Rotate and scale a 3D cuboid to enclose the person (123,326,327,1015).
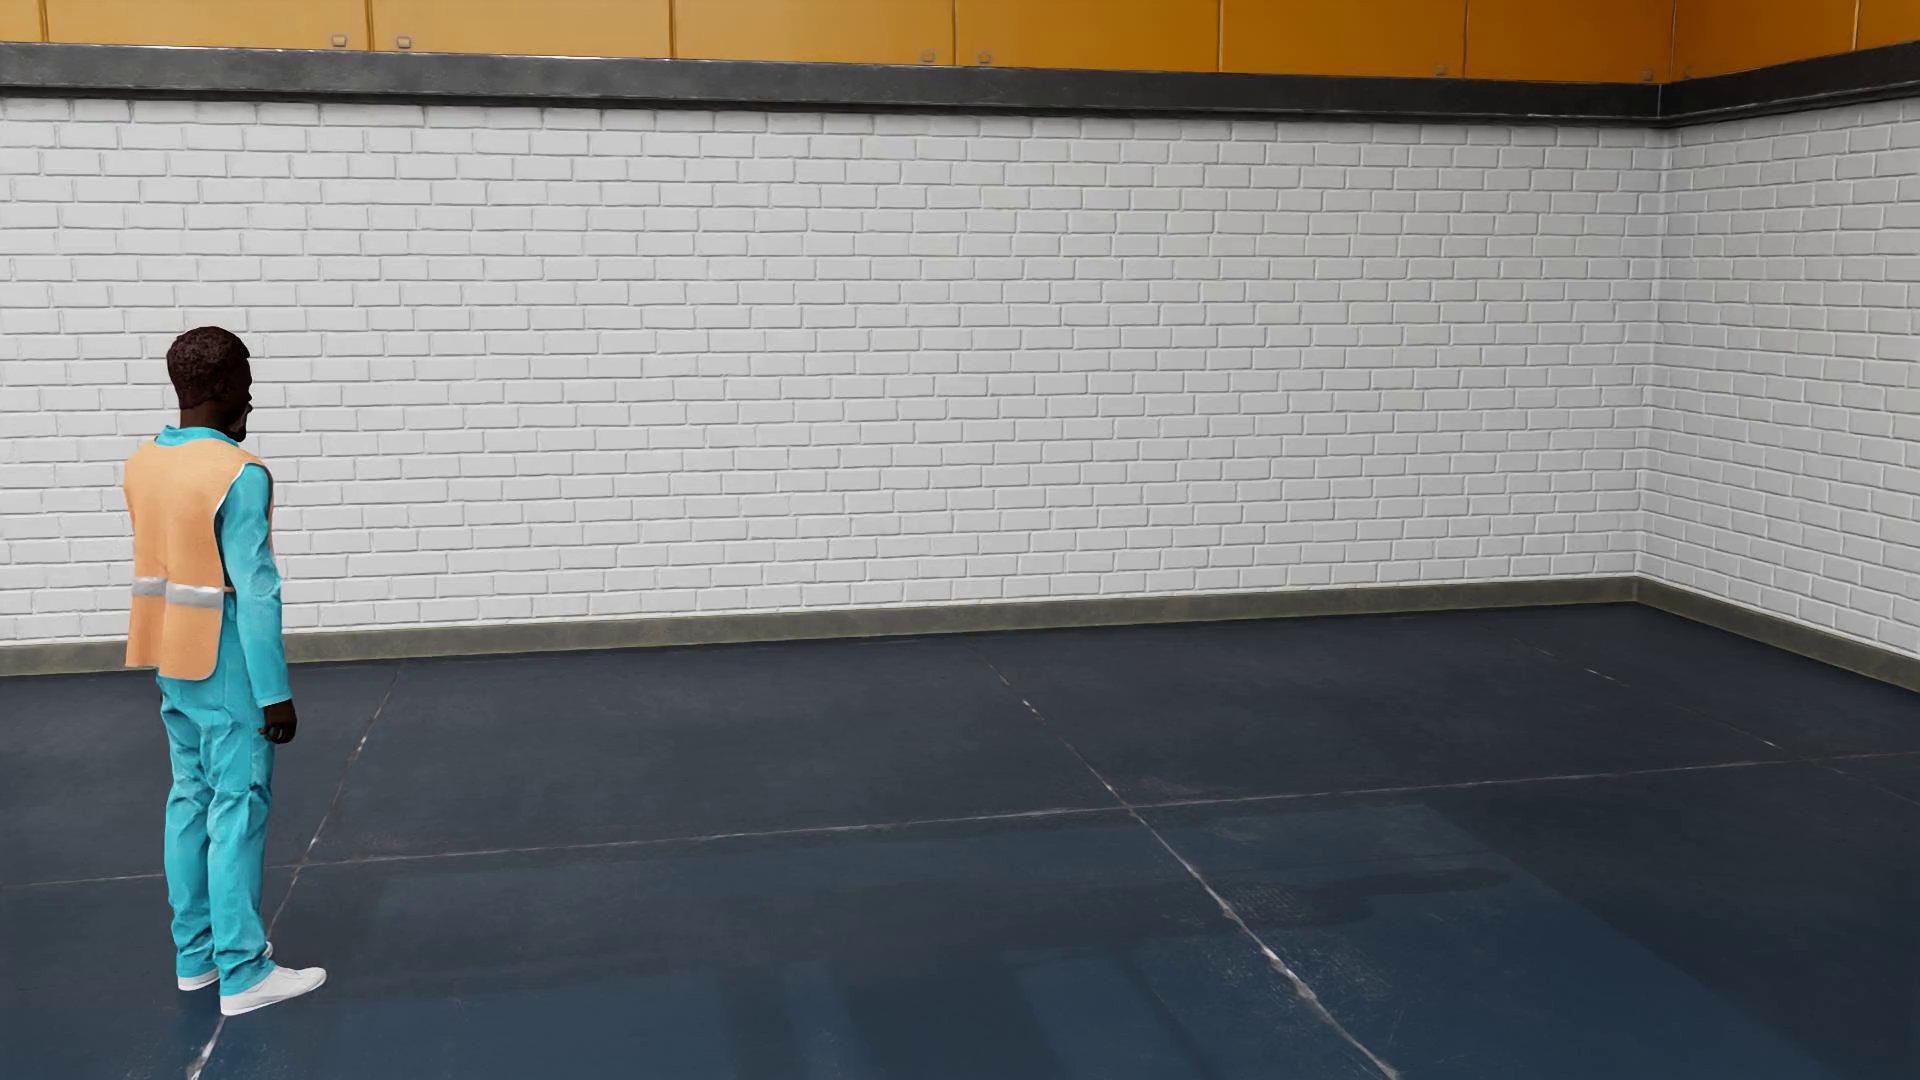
[{"bbox_3d":[-2.087,0.367,4.649,0.587,1.911,0.397,7,11,36],"label":"person"}]
